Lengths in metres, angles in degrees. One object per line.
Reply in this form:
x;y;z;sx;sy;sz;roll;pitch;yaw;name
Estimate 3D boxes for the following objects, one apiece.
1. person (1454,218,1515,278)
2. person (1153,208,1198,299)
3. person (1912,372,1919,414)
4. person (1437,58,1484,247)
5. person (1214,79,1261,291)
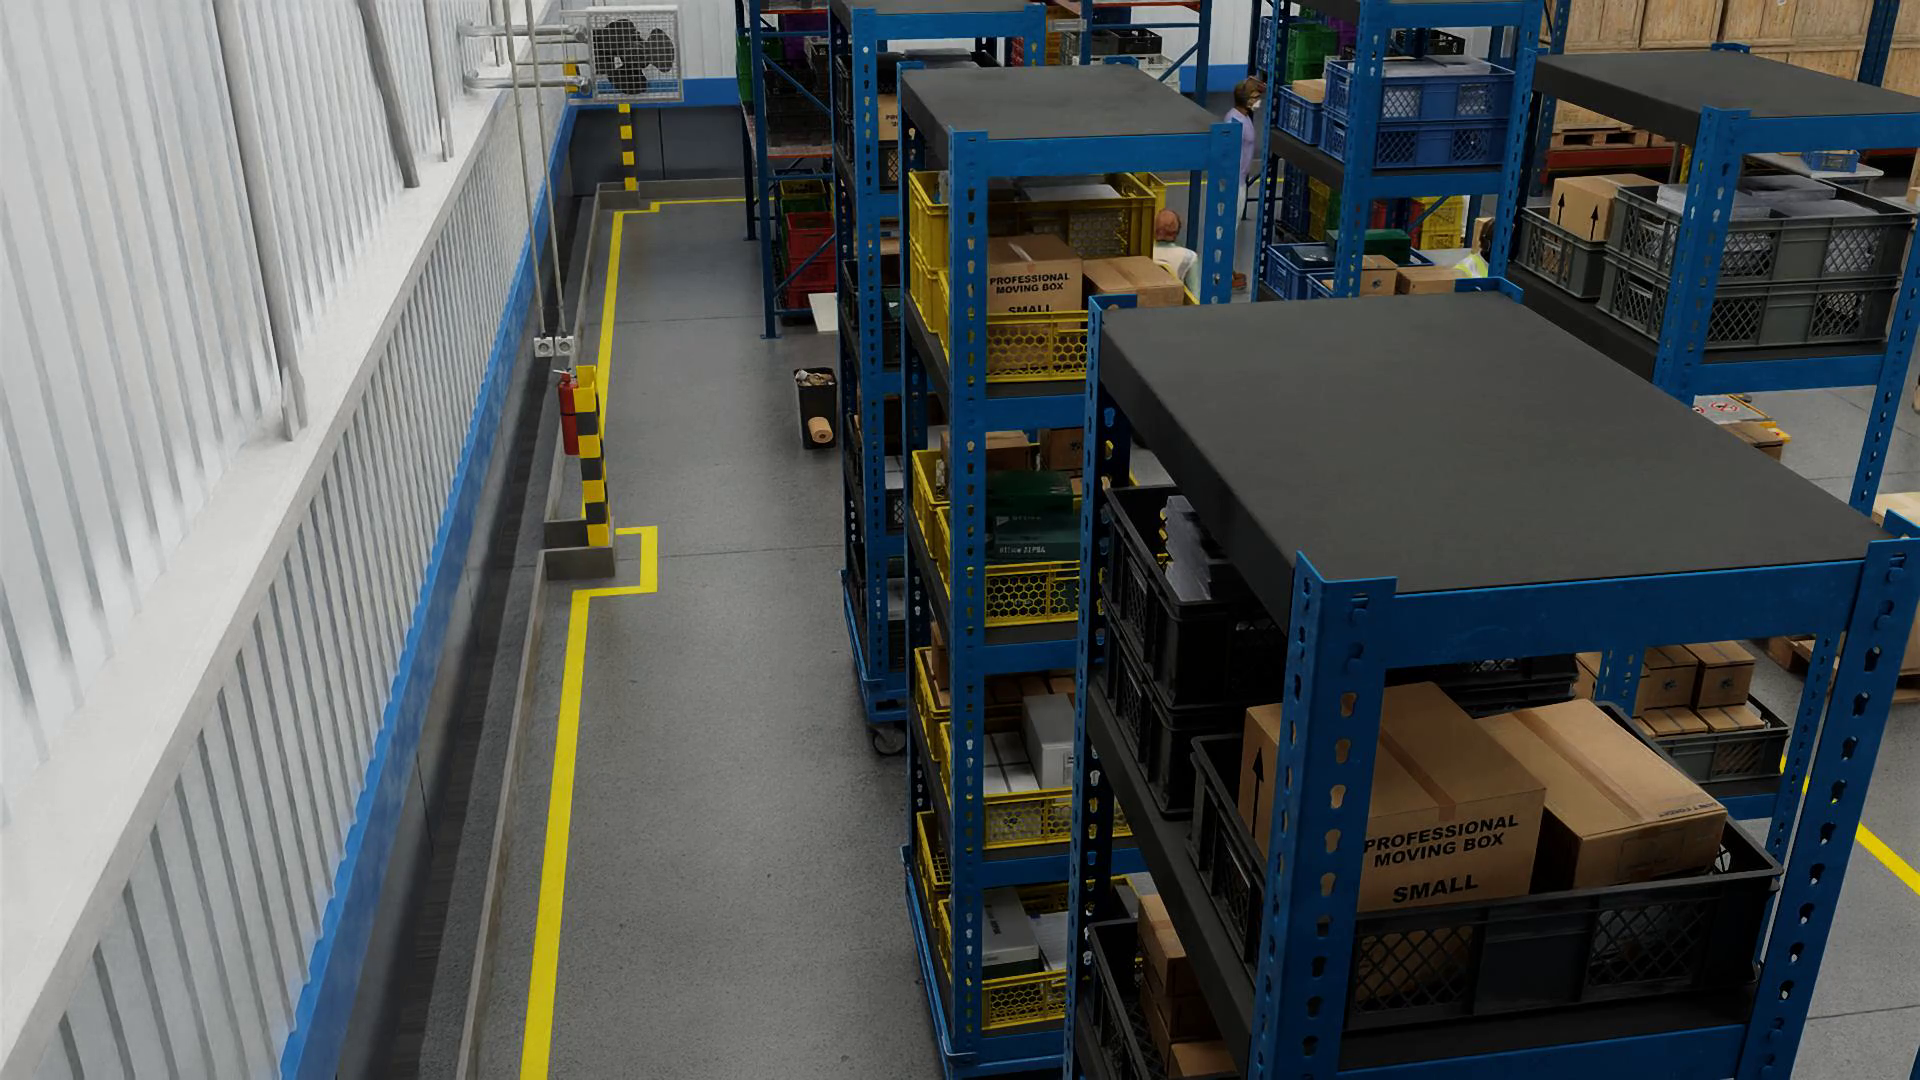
3.486;-1.239;11.092;0.637;1.842;0.429;-13;28;-27;person
1.455;-1.589;12.105;0.526;1.631;0.318;2;25;5;person
7.508;-1.752;12.377;0.537;1.695;0.321;0;25;0;person
5.126;-3.940;16.916;0.352;1.883;0.580;1;25;2;person
2.557;-3.304;15.479;0.378;1.935;0.634;5;25;11;person
